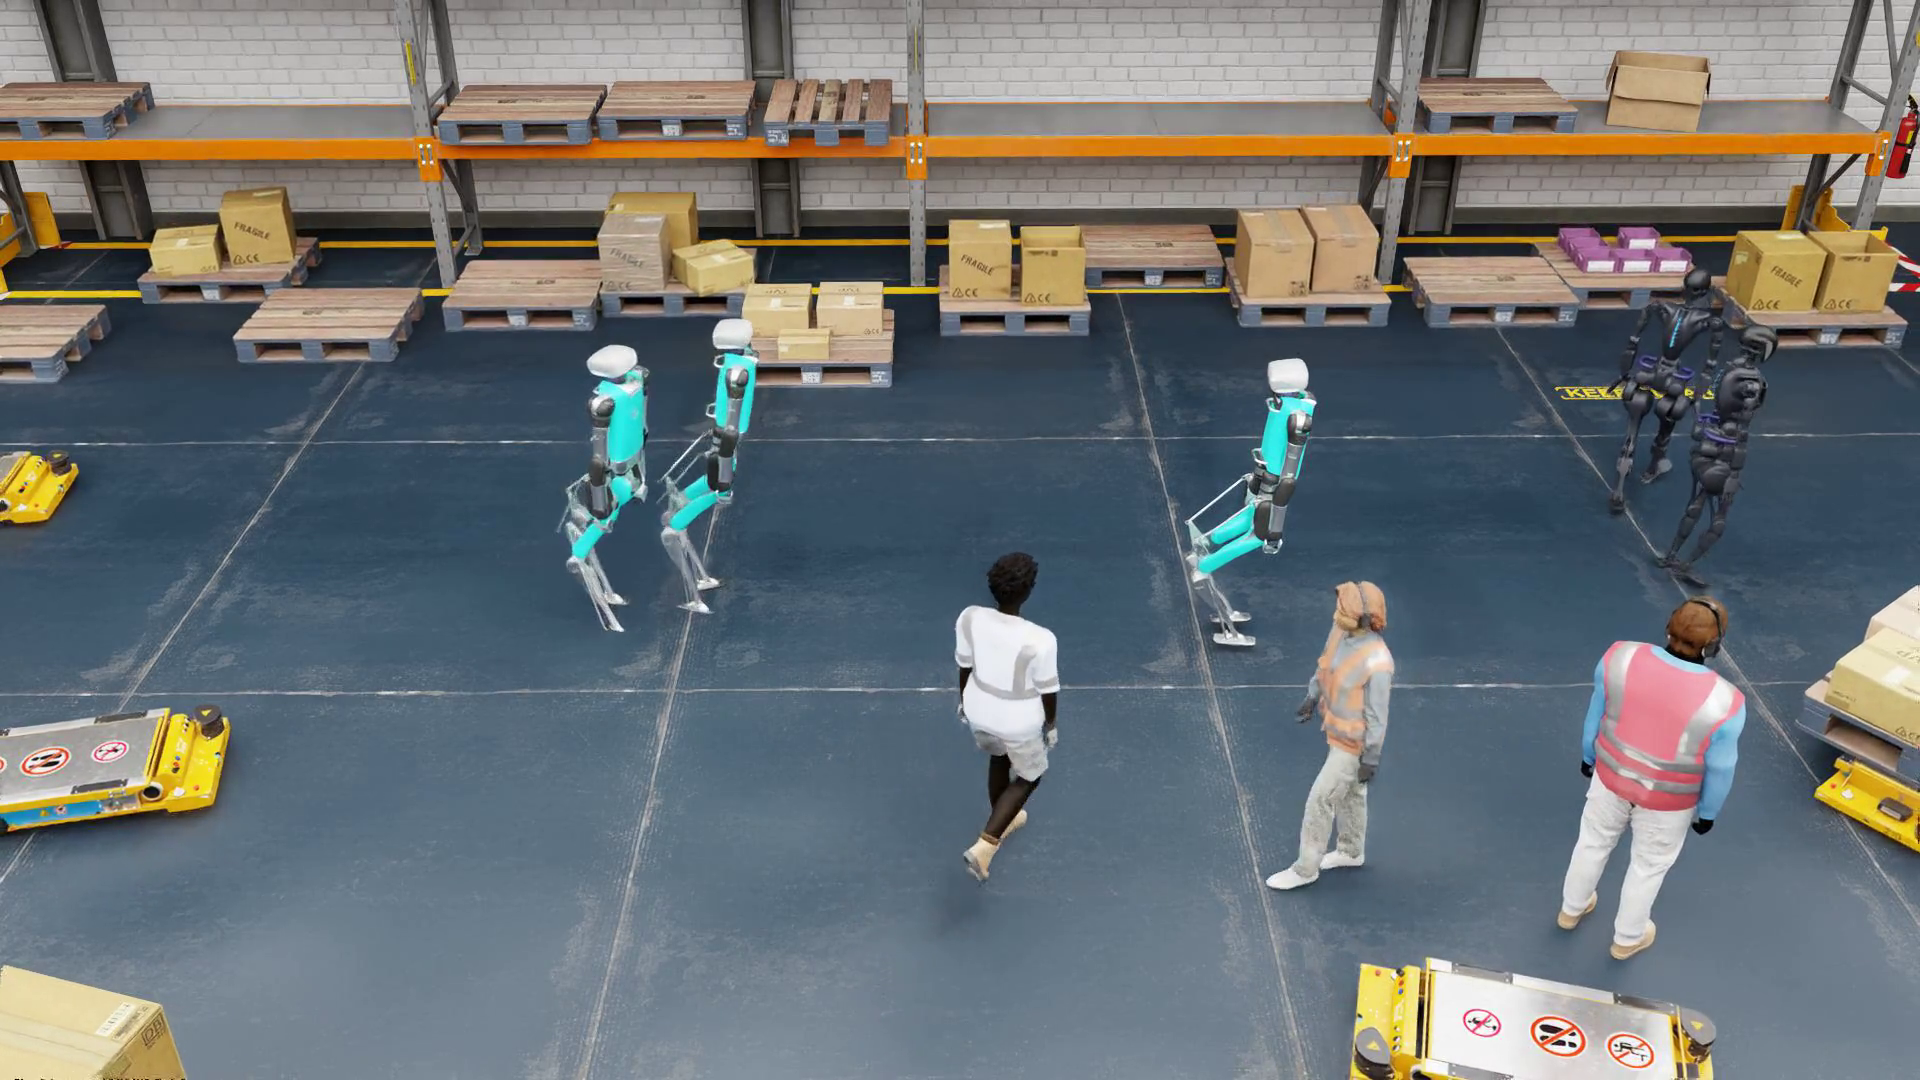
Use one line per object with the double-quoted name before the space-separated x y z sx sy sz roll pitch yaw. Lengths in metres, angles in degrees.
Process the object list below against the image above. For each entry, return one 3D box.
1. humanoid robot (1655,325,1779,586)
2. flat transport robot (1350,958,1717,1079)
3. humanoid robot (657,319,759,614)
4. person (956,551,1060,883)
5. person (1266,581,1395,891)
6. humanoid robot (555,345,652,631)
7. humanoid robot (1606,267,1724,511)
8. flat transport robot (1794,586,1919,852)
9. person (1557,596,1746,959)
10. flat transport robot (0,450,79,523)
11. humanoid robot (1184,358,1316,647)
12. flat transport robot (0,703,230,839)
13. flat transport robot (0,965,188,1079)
"humanoid robot" 4.511 -0.522 9.920 0.350 1.643 0.599 5 31 8
"flat transport robot" 2.369 2.119 6.883 1.431 0.231 0.659 8 32 13
"humanoid robot" -1.535 -0.428 9.716 0.806 1.778 0.544 -2 31 -3
"person" 0.177 0.837 7.653 0.544 1.674 0.611 20 36 30
"person" 1.670 0.895 7.605 0.613 1.622 0.534 -3 31 -4
"humanoid robot" -2.098 -0.298 9.494 0.763 1.779 0.530 10 32 17
"humanoid robot" 4.530 -1.009 10.775 0.612 1.617 0.796 20 37 30
"flat transport robot" 5.063 1.140 8.514 1.431 0.231 0.659 -22 38 -32
"person" 2.976 1.037 7.172 0.637 1.830 0.429 25 39 36
"flat transport robot" -6.660 -0.309 10.925 1.431 0.231 0.659 -4 31 -7
"humanoid robot" 1.529 -0.192 9.214 0.731 1.704 0.530 -1 31 -1
"flat transport robot" -4.516 1.189 8.431 1.431 0.231 0.659 -7 32 -12
"flat transport robot" -3.327 2.633 6.027 1.431 0.231 0.659 9 32 14
